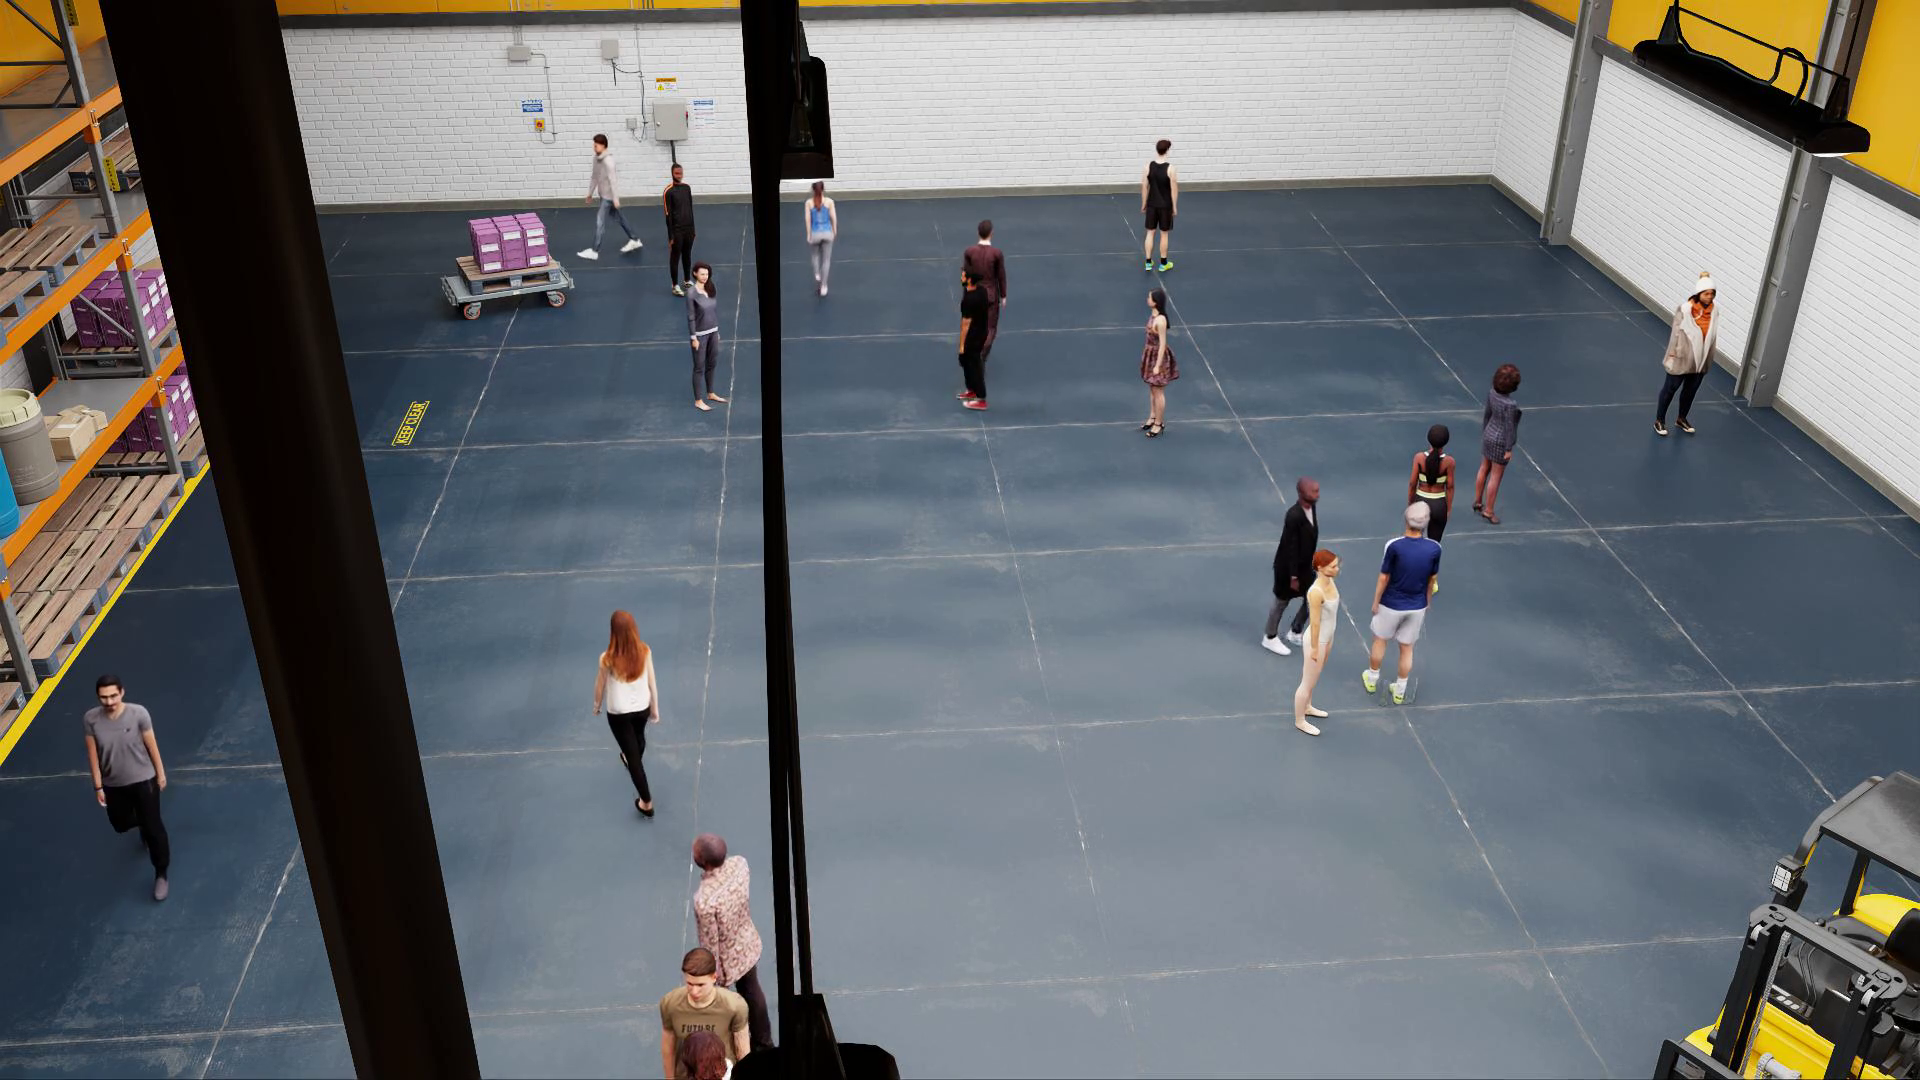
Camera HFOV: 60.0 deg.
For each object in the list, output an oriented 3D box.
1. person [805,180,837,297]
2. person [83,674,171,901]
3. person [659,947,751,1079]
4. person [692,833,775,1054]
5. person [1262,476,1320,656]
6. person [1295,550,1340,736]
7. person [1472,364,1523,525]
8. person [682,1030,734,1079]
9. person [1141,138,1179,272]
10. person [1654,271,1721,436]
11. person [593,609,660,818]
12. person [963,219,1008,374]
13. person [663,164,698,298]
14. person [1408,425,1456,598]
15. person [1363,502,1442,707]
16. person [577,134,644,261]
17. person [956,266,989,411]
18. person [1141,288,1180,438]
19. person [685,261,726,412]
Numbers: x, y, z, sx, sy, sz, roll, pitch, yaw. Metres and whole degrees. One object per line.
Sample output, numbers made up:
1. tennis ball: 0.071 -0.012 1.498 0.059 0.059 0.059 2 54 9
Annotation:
1. person: -1.902 -4.136 22.850 0.615 1.572 1.040 0 29 -1
2. person: -5.985 1.693 11.991 0.696 1.737 1.047 -7 29 -12
3. person: -1.418 3.038 9.406 0.679 1.852 0.594 1 29 1
4. person: -1.366 2.582 10.310 0.975 1.786 0.925 16 33 27
5. person: 2.867 0.210 14.700 0.866 1.747 0.808 24 37 36
6. person: 2.942 0.813 13.701 0.675 1.644 0.565 13 31 22
7. person: 5.467 -0.985 16.938 0.712 1.702 0.519 -6 29 -12
8. person: -1.169 3.354 8.932 0.705 1.751 0.995 0 29 -1
9. person: 2.836 -4.769 23.675 0.770 1.892 0.756 12 31 20
10. person: 8.251 -2.119 18.819 0.697 1.890 0.673 -5 29 -9
11. person: -2.483 1.356 12.670 0.910 1.678 1.128 -18 33 -29
12. person: 0.288 -2.986 20.458 0.932 1.842 1.216 7 29 12
13. person: -3.844 -4.284 22.876 0.748 1.807 0.698 24 37 36
14. person: 4.383 -0.269 15.569 0.629 1.755 0.633 9 30 16
15. person: 3.742 0.567 13.978 0.703 1.811 0.721 -2 29 -4
16. person: -5.028 -4.987 24.172 1.128 1.799 1.305 -17 33 -28
17. person: 0.239 -2.341 19.379 0.841 1.744 0.746 9 30 17
18. person: 2.215 -2.009 18.740 0.707 1.774 0.587 -2 29 -4
19. person: -3.014 -2.420 19.495 0.749 1.770 0.653 16 33 27
